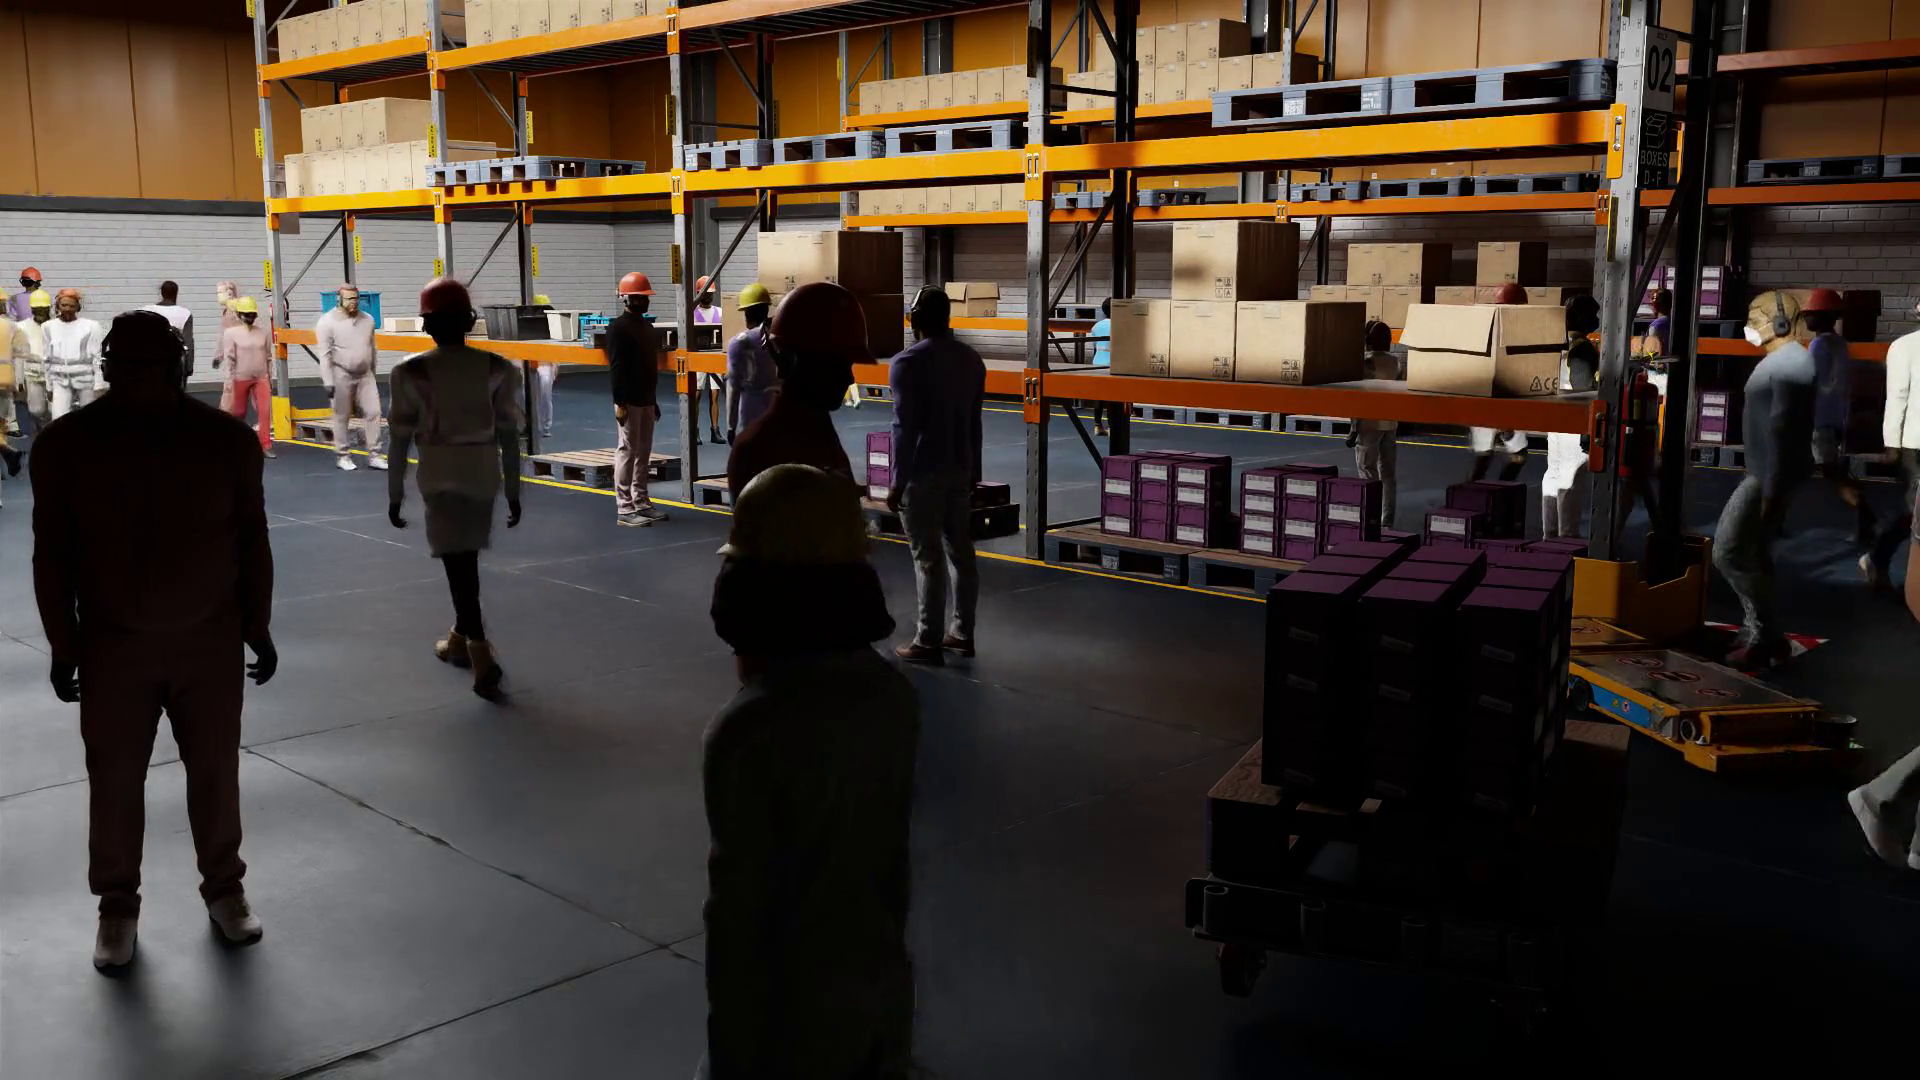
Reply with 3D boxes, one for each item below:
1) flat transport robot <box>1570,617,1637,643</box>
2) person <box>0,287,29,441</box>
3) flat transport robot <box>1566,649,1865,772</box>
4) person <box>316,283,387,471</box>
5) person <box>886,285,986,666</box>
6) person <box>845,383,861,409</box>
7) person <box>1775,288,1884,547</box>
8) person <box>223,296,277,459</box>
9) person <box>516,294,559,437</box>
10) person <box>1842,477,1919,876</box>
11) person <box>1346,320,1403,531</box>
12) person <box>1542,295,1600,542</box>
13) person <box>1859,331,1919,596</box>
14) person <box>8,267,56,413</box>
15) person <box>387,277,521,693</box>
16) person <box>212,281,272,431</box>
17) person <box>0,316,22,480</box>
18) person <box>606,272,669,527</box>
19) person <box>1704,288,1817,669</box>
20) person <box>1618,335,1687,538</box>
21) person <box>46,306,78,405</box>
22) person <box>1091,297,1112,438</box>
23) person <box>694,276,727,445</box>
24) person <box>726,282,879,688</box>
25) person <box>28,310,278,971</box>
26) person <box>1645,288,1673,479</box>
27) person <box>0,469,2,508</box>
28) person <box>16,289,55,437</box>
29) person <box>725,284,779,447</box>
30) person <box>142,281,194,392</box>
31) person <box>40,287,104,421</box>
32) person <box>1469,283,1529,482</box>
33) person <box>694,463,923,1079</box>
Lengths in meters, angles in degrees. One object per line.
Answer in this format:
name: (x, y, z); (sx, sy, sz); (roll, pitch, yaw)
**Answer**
flat transport robot: (2.742, 0.551, 8.244); (1.431, 0.197, 0.652); (-2, 9, -9)
person: (-11.335, -2.086, 19.641); (0.404, 1.832, 0.590); (3, 10, 18)
flat transport robot: (3.181, 0.708, 7.282); (0.652, 0.197, 1.431); (-2, 9, -9)
person: (-6.010, -1.602, 16.536); (0.837, 1.870, 0.666); (8, 12, 40)
person: (-0.130, -0.326, 8.525); (0.366, 1.938, 0.630); (9, 13, 43)
person: (-1.568, -2.696, 24.091); (0.513, 1.599, 0.808); (-4, 10, -23)
person: (6.396, -0.899, 12.262); (1.002, 1.899, 0.553); (7, 12, 37)
person: (-7.660, -1.750, 17.882); (0.533, 1.736, 0.821); (-9, 13, -43)
person: (-5.049, -2.084, 19.947); (0.573, 1.722, 0.449); (2, 9, 10)
person: (3.260, 0.201, 5.363); (0.603, 1.910, 0.447); (-9, 13, -44)
person: (3.098, -0.817, 12.441); (0.514, 1.642, 0.310); (-7, 12, -37)
person: (4.324, -0.797, 11.709); (0.429, 1.844, 0.623); (0, 9, -2)
person: (5.766, -0.576, 9.920); (0.640, 1.975, 0.476); (-3, 10, -17)
person: (-13.023, -2.813, 23.449); (0.608, 2.044, 0.371); (-1, 9, -9)
person: (-2.440, -0.279, 8.103); (0.620, 1.995, 1.079); (-6, 11, -32)
person: (-9.007, -2.245, 20.517); (0.958, 1.857, 0.658); (-6, 11, -33)
person: (-9.130, -1.489, 15.771); (0.696, 1.908, 0.554); (5, 10, 27)
person: (-2.554, -1.108, 13.146); (0.381, 1.994, 0.622); (3, 10, 17)
person: (4.002, -0.289, 8.312); (0.426, 1.922, 0.660); (4, 10, 21)
person: (4.392, -0.517, 10.749); (0.521, 1.588, 0.886); (-4, 10, -25)
person: (-13.203, -2.768, 24.540); (0.564, 1.584, 0.792); (4, 10, 24)
person: (1.786, -2.074, 20.000); (0.321, 1.694, 0.534); (-7, 12, -37)
person: (-2.920, -2.061, 19.162); (0.544, 1.939, 0.355); (-5, 11, -29)
person: (-0.397, 0.325, 4.386); (0.391, 1.986, 0.609); (2, 9, 12)
person: (-2.344, 0.283, 4.899); (0.643, 1.905, 0.400); (-6, 11, -31)
person: (6.769, -1.502, 16.041); (0.563, 1.837, 0.389); (-8, 12, -42)
person: (-8.192, -1.039, 13.818); (0.312, 1.638, 0.512); (-2, 9, -12)
person: (-9.791, -1.771, 17.806); (0.597, 1.810, 0.701); (-5, 11, -29)
person: (-1.449, -0.896, 12.100); (0.586, 1.915, 0.384); (-7, 11, -35)
person: (-9.634, -2.195, 20.196); (0.619, 1.880, 0.703); (-2, 10, -14)
person: (-8.651, -1.542, 16.292); (0.584, 1.858, 0.886); (-1, 9, -8)
person: (4.103, -0.993, 12.707); (0.552, 1.905, 0.568); (-3, 10, -17)
person: (-0.247, 0.741, 2.622); (0.362, 1.727, 0.502); (6, 11, 33)
